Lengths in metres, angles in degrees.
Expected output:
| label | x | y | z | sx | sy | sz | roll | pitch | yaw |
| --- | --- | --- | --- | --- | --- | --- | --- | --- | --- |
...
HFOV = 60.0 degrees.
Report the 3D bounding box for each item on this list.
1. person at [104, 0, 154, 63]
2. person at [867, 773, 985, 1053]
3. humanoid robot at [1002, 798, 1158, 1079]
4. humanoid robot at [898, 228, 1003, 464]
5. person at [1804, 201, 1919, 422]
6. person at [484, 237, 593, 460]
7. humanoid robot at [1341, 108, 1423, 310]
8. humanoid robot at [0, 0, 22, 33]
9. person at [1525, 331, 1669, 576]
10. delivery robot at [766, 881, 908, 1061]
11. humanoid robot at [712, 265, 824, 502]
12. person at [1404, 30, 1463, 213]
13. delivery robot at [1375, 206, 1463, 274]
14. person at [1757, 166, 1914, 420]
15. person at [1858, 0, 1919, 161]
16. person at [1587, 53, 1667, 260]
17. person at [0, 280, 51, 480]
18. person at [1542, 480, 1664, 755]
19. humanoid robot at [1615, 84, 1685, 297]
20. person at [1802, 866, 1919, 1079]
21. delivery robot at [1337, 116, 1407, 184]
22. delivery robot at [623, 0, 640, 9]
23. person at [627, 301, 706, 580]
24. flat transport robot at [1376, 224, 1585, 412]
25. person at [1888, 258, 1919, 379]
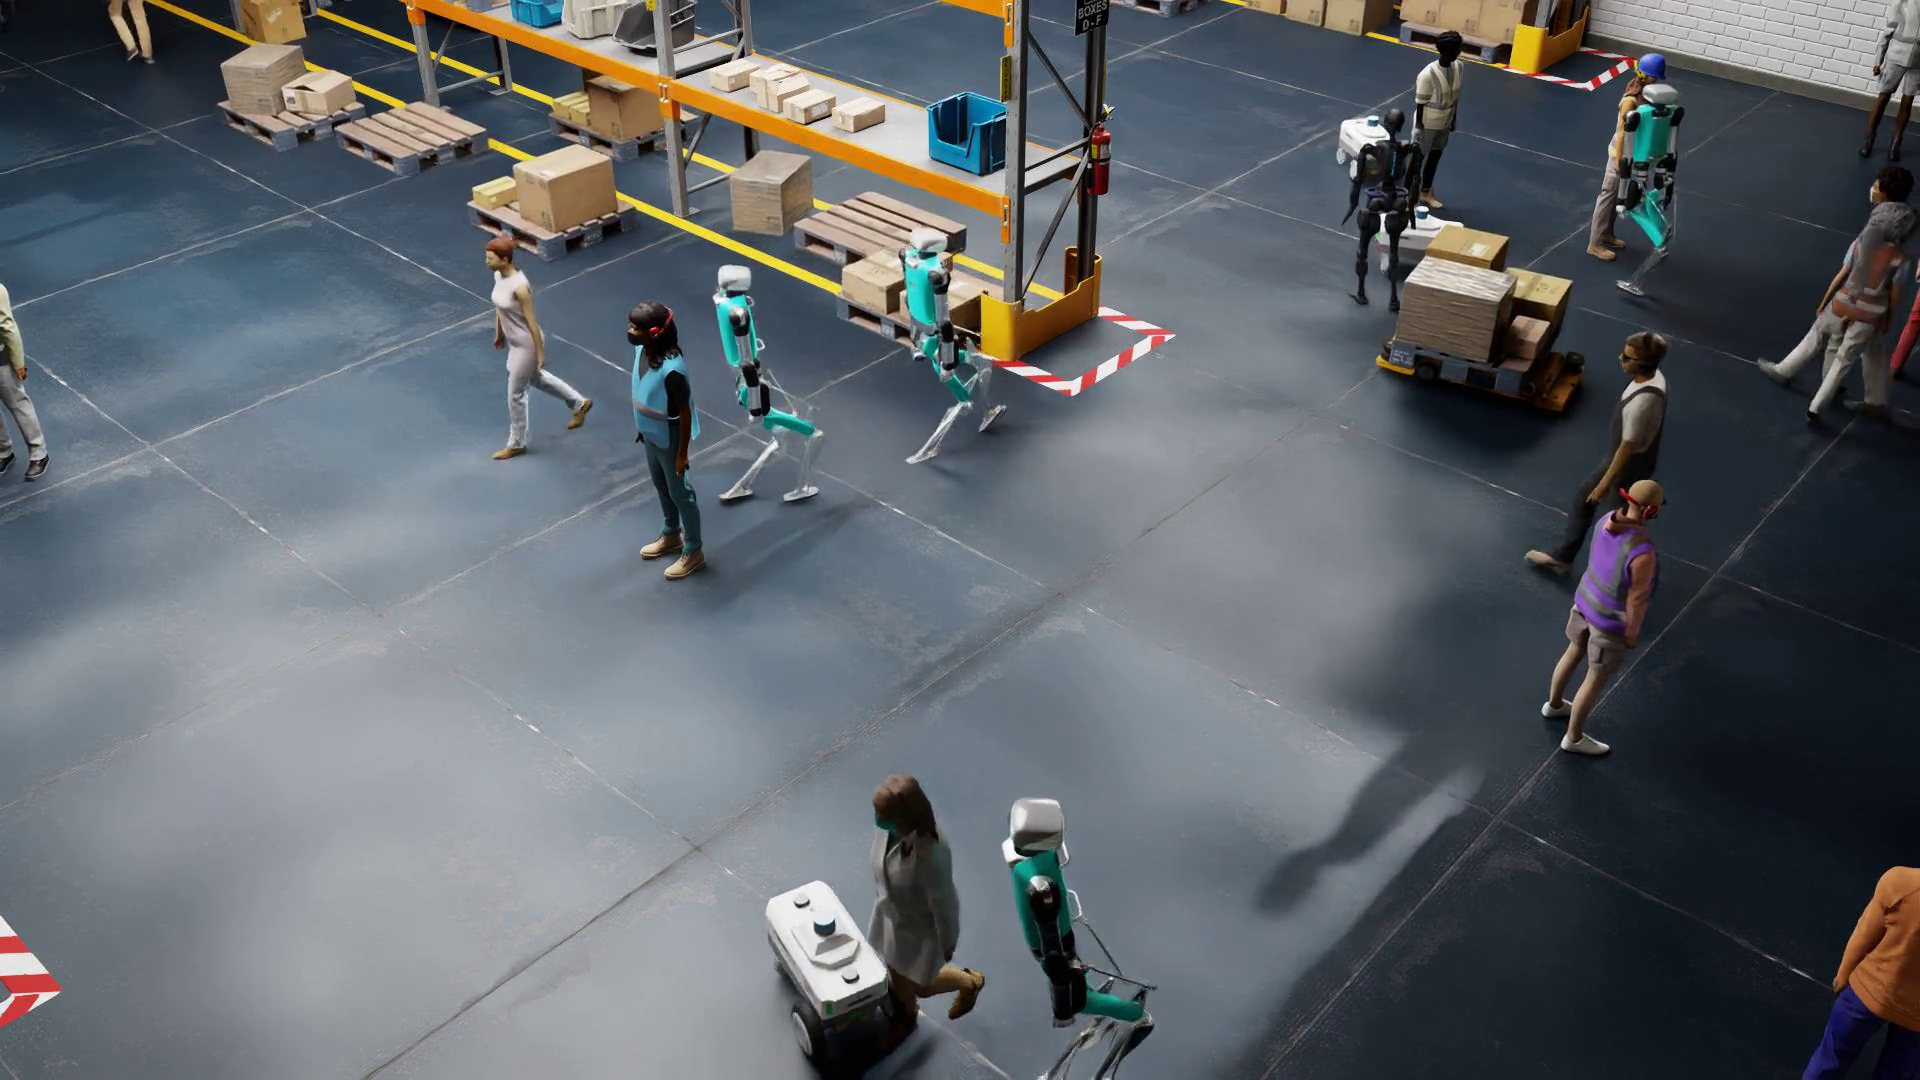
| label | x | y | z | sx | sy | sz | roll | pitch | yaw |
| --- | --- | --- | --- | --- | --- | --- | --- | --- | --- |
| person | -9.299 | -6.167 | 18.442 | 0.562 | 1.741 | 0.389 | -27 | 43 | -34 |
| person | -0.157 | 1.609 | 7.263 | 0.476 | 1.640 | 0.516 | -27 | 43 | -34 |
| humanoid robot | 0.555 | 1.787 | 6.968 | 0.773 | 1.820 | 0.530 | -5 | 35 | -7 |
| humanoid robot | 0.050 | -1.395 | 11.576 | 0.999 | 1.781 | 0.530 | -19 | 39 | -25 |
| person | 6.454 | -1.651 | 11.985 | 0.776 | 1.652 | 0.469 | -25 | 42 | -31 |
| person | -3.003 | -1.390 | 11.625 | 0.786 | 1.629 | 0.452 | -21 | 40 | -27 |
| humanoid robot | 3.421 | -2.674 | 13.447 | 0.601 | 1.645 | 0.382 | -1 | 35 | -1 |
| humanoid robot | -11.363 | -6.832 | 19.509 | 0.610 | 1.645 | 0.736 | -12 | 37 | -17 |
| person | 3.917 | -0.464 | 10.118 | 0.803 | 1.815 | 0.549 | 13 | 37 | 18 |
| delivery robot | -0.604 | 1.970 | 7.706 | 0.501 | 0.597 | 0.768 | -18 | 38 | -24 |
| humanoid robot | -1.206 | -1.001 | 10.985 | 0.873 | 1.770 | 0.538 | -11 | 36 | -15 |
| person | 4.280 | -3.765 | 15.014 | 0.535 | 1.692 | 0.319 | -22 | 40 | -28 |
| delivery robot | 3.945 | -2.571 | 14.268 | 0.750 | 0.578 | 0.499 | 11 | 36 | 16 |
| person | 6.518 | -1.822 | 12.065 | 0.573 | 1.839 | 1.004 | -20 | 39 | -27 |
| person | 9.145 | -4.630 | 16.068 | 0.547 | 1.924 | 0.385 | 14 | 37 | 19 |
| person | 5.721 | -3.293 | 14.256 | 0.313 | 1.775 | 0.459 | 23 | 41 | 29 |
| person | -6.618 | -1.243 | 11.245 | 0.591 | 1.824 | 0.403 | 2 | 35 | 3 |
| person | 3.494 | 0.401 | 8.988 | 0.355 | 1.687 | 0.476 | -3 | 35 | -5 |
| humanoid robot | 5.651 | -2.712 | 13.457 | 0.548 | 1.778 | 0.830 | -11 | 36 | -16 |
| person | 3.792 | 1.821 | 6.680 | 0.511 | 1.974 | 0.405 | 20 | 39 | 26 |
| delivery robot | 3.948 | -3.794 | 16.034 | 0.499 | 0.570 | 0.750 | -8 | 35 | -12 |
| delivery robot | -3.808 | -6.469 | 19.929 | 0.789 | 0.593 | 0.499 | 14 | 37 | 20 |
| person | -1.824 | -0.624 | 10.308 | 0.378 | 1.865 | 0.544 | -24 | 41 | -30 |
| flat transport robot | 4.002 | -1.371 | 12.796 | 1.431 | 0.231 | 0.659 | 18 | 39 | 25 |
| person | 7.381 | -1.966 | 12.351 | 0.519 | 1.758 | 0.346 | 28 | 43 | 34 |
